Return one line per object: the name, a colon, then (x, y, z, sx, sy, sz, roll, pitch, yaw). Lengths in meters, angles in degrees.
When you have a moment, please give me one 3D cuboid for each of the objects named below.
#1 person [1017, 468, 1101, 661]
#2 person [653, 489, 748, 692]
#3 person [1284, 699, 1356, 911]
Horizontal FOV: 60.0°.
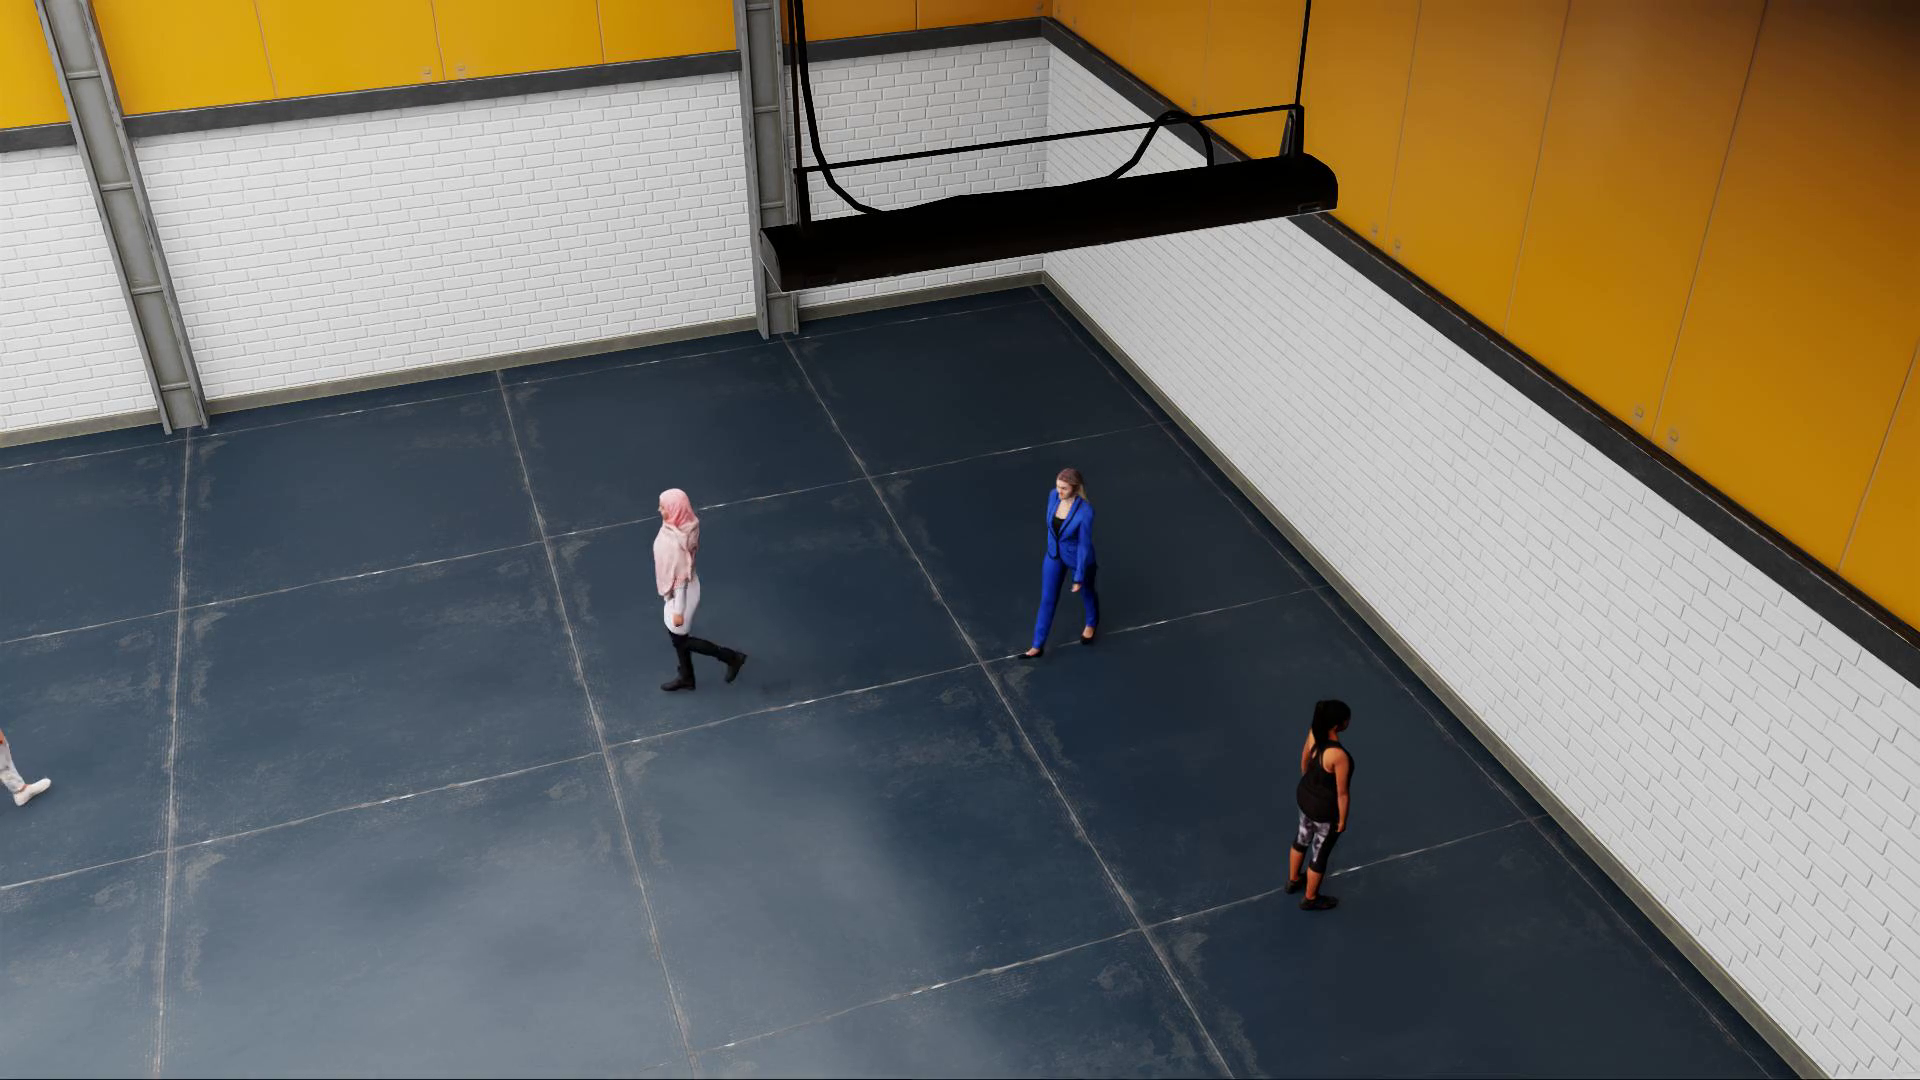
person: (0.923, 0.131, 12.976, 0.987, 1.660, 1.172, 22, 40, 30)
person: (-1.982, 0.412, 12.436, 0.937, 1.790, 0.696, -6, 34, -9)
person: (2.310, 1.672, 10.655, 0.515, 1.663, 0.594, -14, 36, -20)
